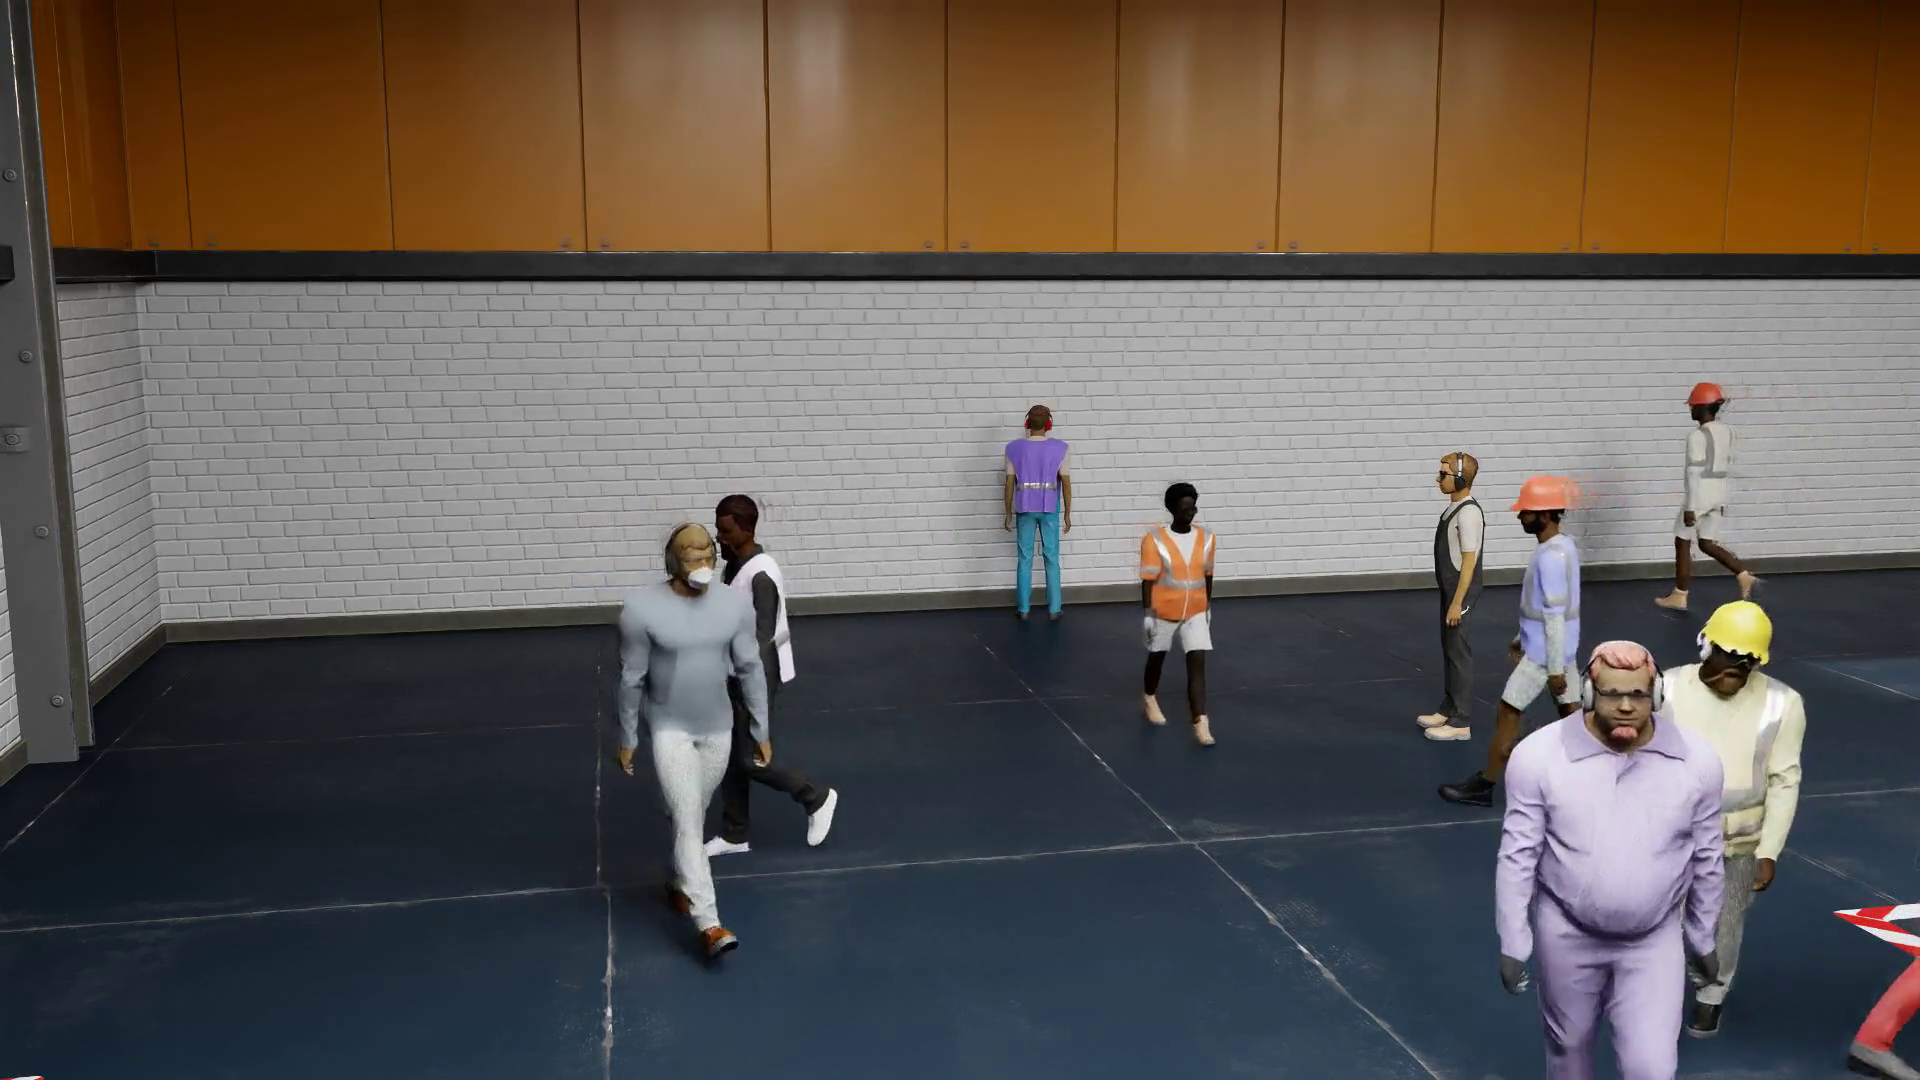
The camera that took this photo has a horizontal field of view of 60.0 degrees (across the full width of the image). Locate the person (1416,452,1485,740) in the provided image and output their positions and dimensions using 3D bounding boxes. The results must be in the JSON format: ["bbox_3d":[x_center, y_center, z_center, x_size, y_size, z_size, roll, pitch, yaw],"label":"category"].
[{"bbox_3d":[3.148,0.355,10.609,0.346,1.846,0.507,1,9,8],"label":"person"}]

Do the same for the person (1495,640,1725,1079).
[{"bbox_3d":[1.980,1.245,5.069,0.679,1.873,0.833,3,10,15],"label":"person"}]

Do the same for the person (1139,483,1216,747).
[{"bbox_3d":[1.384,0.449,10.634,0.543,1.648,0.893,-2,10,-14],"label":"person"}]

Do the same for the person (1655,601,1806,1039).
[{"bbox_3d":[2.802,1.103,6.238,0.592,1.775,0.904,5,10,27],"label":"person"}]

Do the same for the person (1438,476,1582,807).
[{"bbox_3d":[3.234,0.584,9.118,1.007,1.891,0.559,5,10,27],"label":"person"}]

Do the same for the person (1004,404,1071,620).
[{"bbox_3d":[0.660,-0.226,14.148,0.571,1.843,0.373,1,9,4],"label":"person"}]

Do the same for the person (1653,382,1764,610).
[{"bbox_3d":[6.525,-0.348,14.402,0.612,2.023,0.808,-7,12,-38],"label":"person"}]

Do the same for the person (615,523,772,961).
[{"bbox_3d":[-1.139,0.868,7.357,0.651,1.881,1.034,-6,11,-33],"label":"person"}]

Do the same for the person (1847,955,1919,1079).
[{"bbox_3d":[3.764,1.168,6.086,0.894,1.708,0.531,2,9,10],"label":"person"}]

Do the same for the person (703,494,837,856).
[{"bbox_3d":[-1.008,0.693,8.416,0.644,1.894,0.626,-4,10,-25],"label":"person"}]
